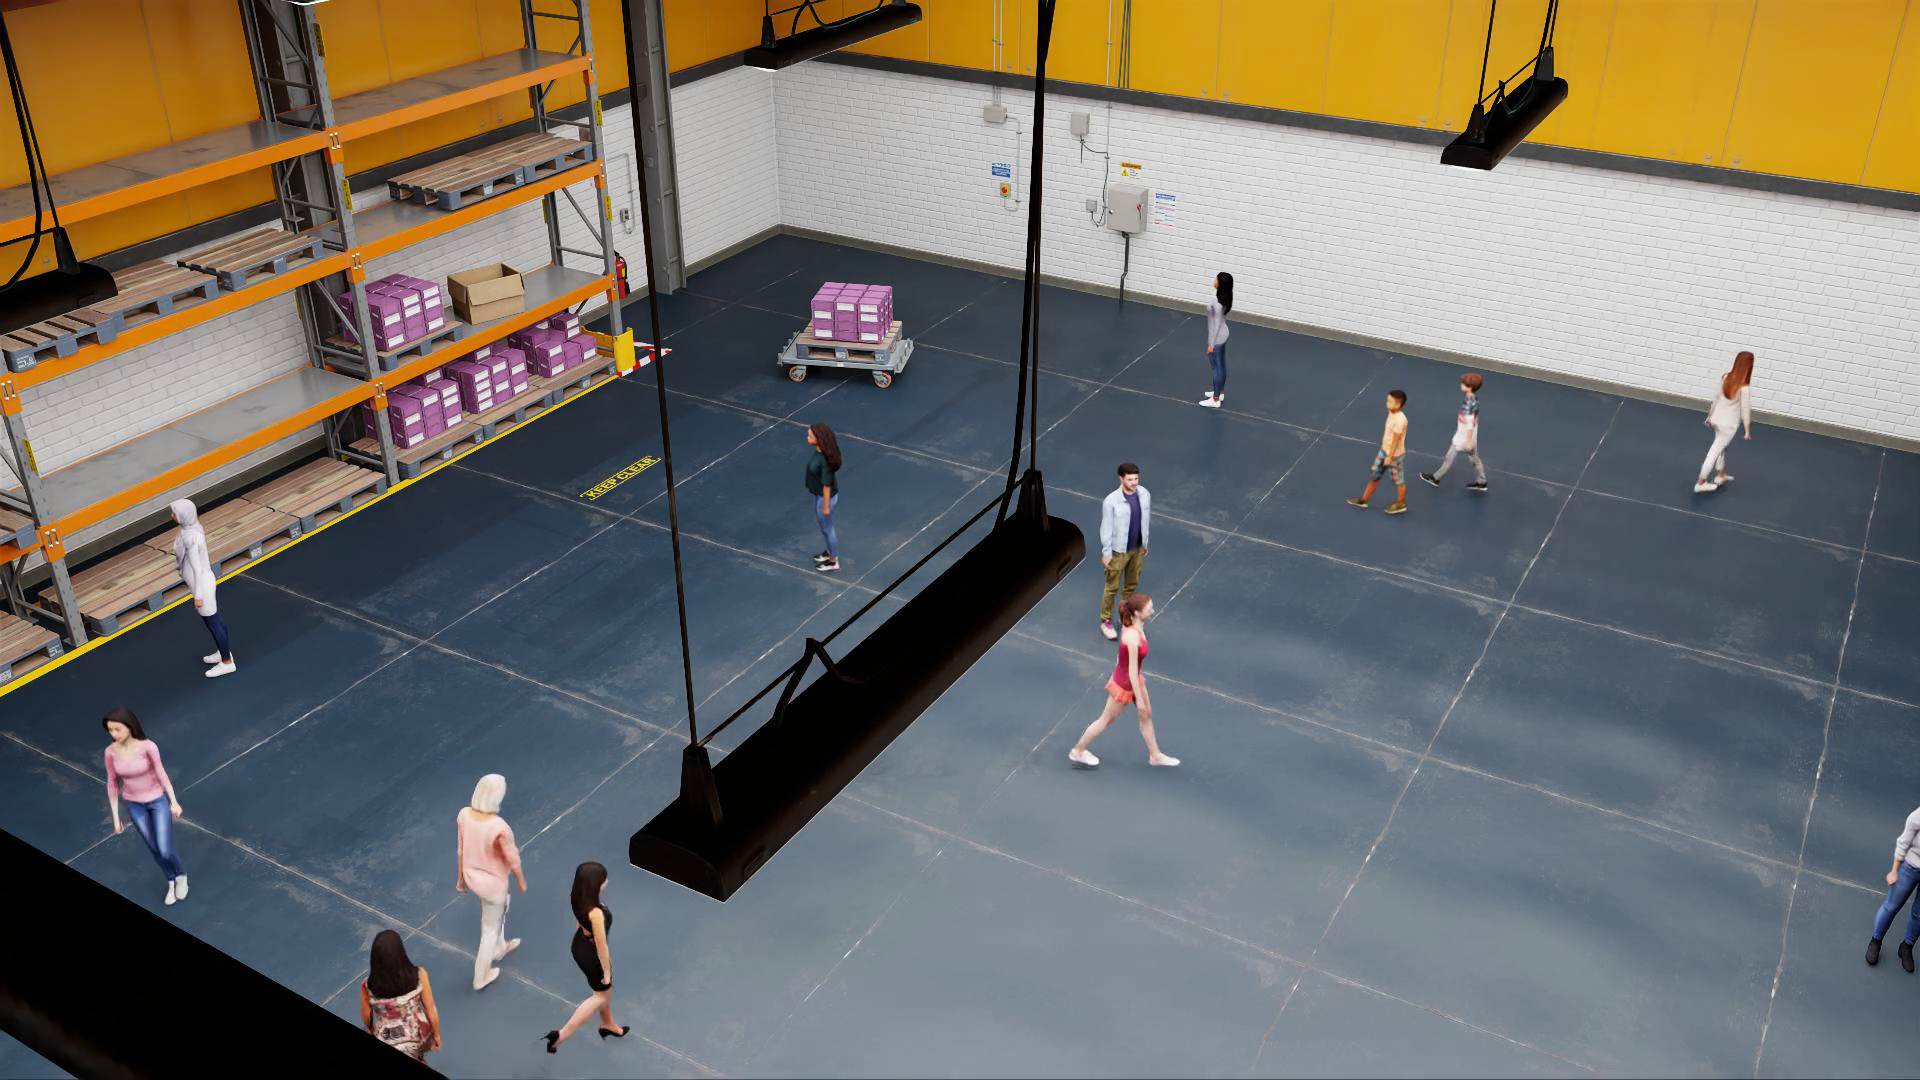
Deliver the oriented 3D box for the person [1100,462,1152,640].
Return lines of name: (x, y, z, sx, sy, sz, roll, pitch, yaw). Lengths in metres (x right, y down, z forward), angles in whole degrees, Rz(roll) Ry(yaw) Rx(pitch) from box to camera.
person: (1.578, 0.076, 15.922, 0.698, 1.810, 0.823, -15, 32, -25)

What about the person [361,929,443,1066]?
person: (-3.467, 3.205, 10.415, 1.163, 1.591, 1.047, -14, 32, -24)

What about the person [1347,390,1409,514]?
person: (4.805, -0.953, 18.199, 0.911, 1.437, 0.887, -5, 29, -9)

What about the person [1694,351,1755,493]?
person: (8.460, -1.287, 18.545, 0.955, 1.692, 0.893, -8, 30, -14)

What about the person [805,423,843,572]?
person: (-1.387, -0.452, 17.096, 0.760, 1.614, 0.700, -8, 30, -14)

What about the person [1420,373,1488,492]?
person: (5.746, -1.173, 18.639, 0.607, 1.401, 0.903, 14, 32, 24)

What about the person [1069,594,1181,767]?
person: (1.315, 1.219, 13.944, 0.935, 1.699, 1.174, 3, 29, 6)

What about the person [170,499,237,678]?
person: (-6.977, 0.426, 15.318, 0.723, 1.775, 0.689, -11, 30, -19)

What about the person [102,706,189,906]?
person: (-6.101, 1.950, 12.564, 0.727, 1.736, 0.754, -1, 29, -2)

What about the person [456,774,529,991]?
person: (-3.385, 2.437, 11.727, 0.595, 1.684, 0.735, 11, 30, 19)

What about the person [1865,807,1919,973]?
person: (6.872, 2.379, 11.886, 0.641, 1.633, 0.571, 9, 30, 17)

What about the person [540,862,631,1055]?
person: (-2.514, 2.824, 11.074, 0.955, 1.629, 0.774, -22, 35, -34)

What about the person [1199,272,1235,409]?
person: (3.238, -2.510, 20.740, 0.683, 1.736, 0.494, 12, 31, 21)
